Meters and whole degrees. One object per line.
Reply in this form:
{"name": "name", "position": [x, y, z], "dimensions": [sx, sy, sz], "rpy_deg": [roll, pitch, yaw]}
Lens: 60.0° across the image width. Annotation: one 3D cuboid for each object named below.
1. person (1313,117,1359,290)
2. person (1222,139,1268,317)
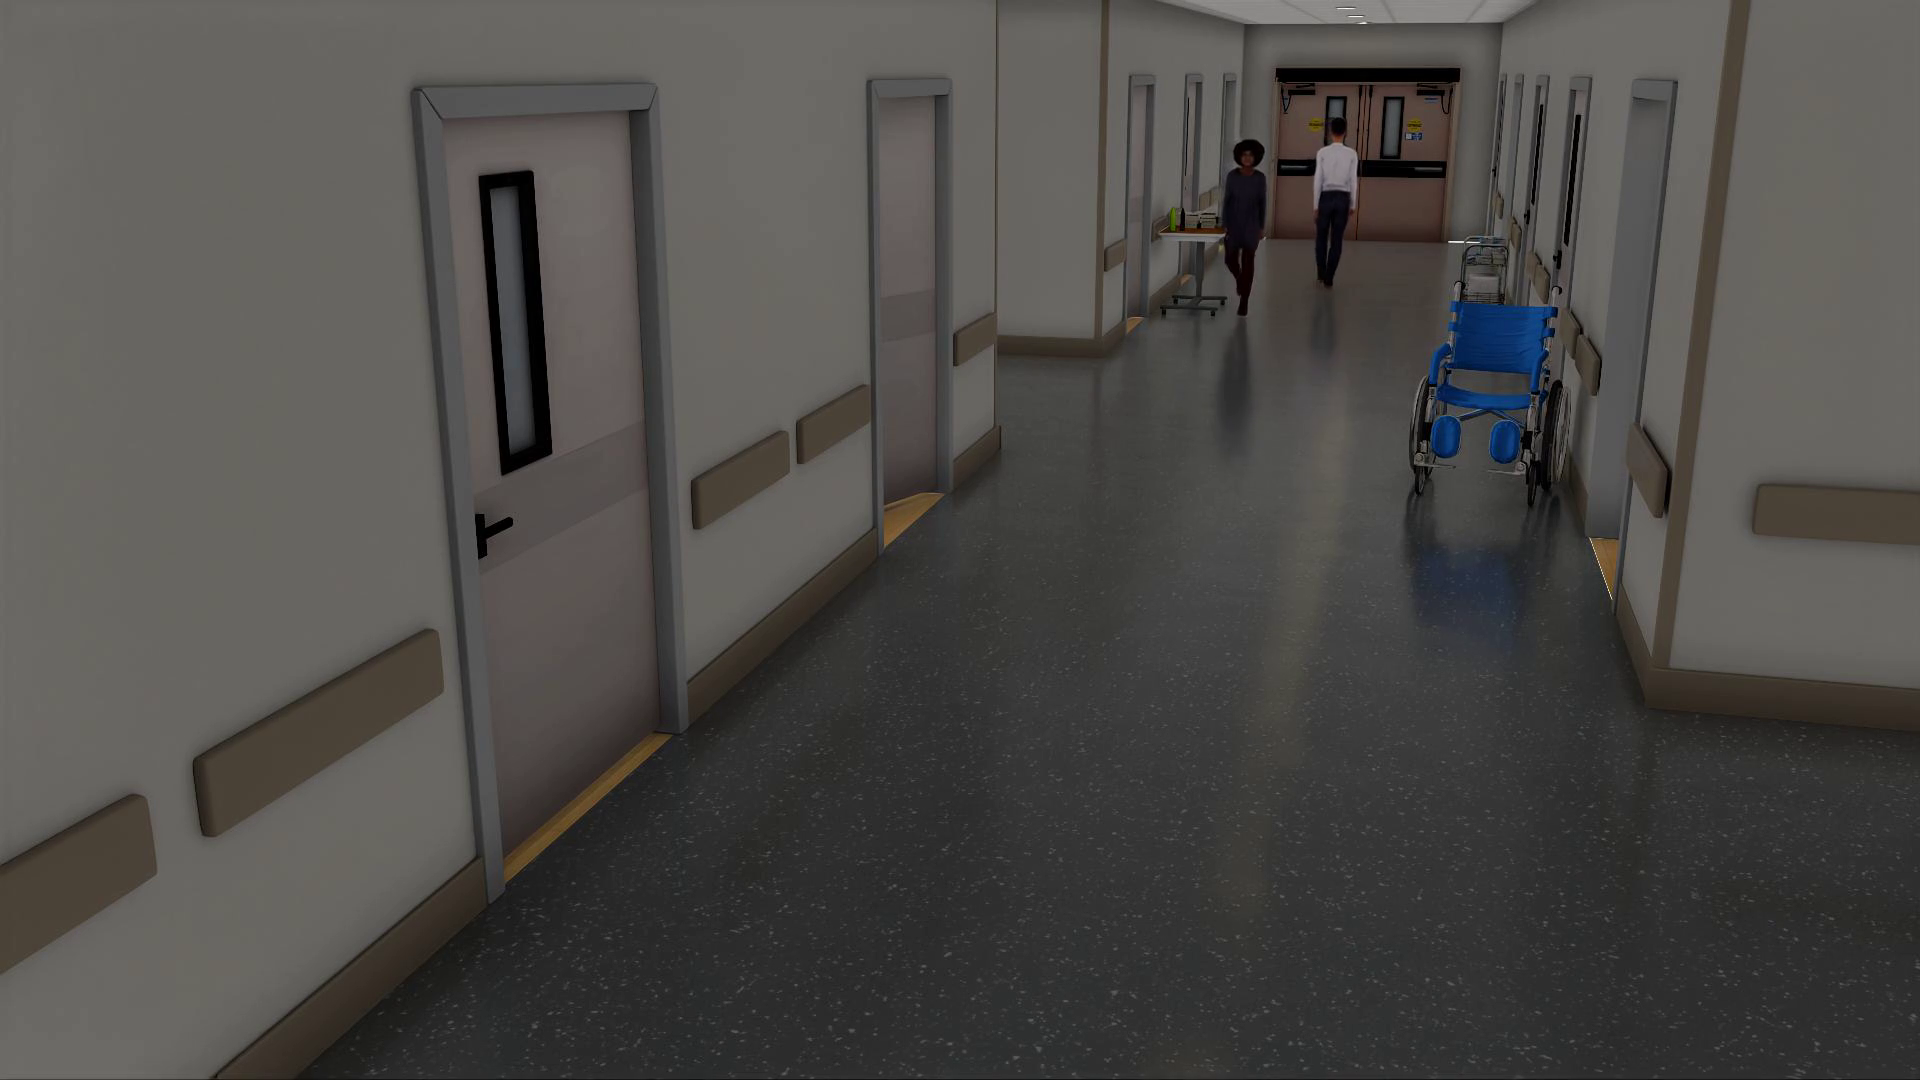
{"name": "person", "position": [4.109, -3.677, 18.282], "dimensions": [0.652, 1.840, 0.966], "rpy_deg": [3, 16, 12]}
{"name": "person", "position": [2.798, -3.078, 16.435], "dimensions": [0.573, 1.688, 0.886], "rpy_deg": [4, 16, 14]}
